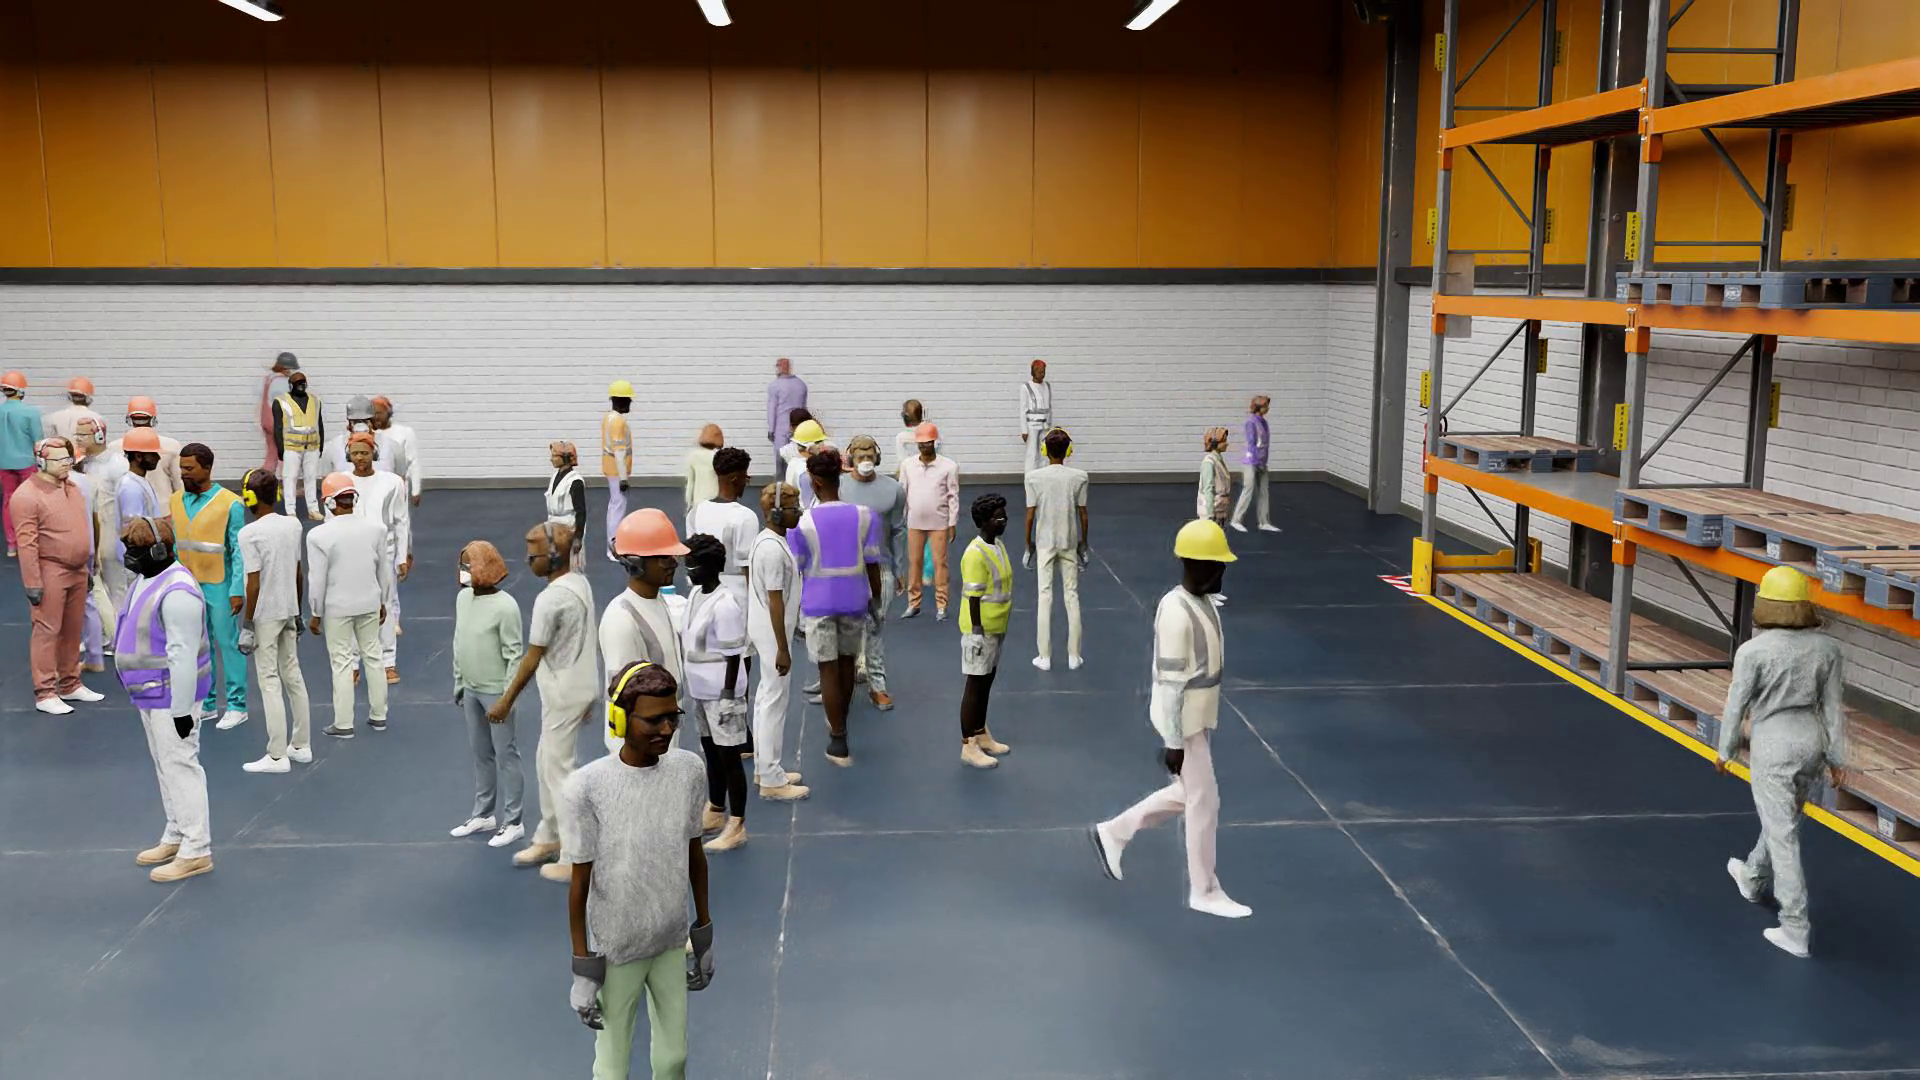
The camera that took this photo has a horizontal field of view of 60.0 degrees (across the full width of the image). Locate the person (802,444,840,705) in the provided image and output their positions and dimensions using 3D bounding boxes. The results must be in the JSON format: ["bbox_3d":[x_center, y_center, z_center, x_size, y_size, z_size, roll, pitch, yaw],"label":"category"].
[{"bbox_3d":[-0.916,0.236,11.783,0.389,1.847,0.566,-2,9,-11],"label":"person"}]

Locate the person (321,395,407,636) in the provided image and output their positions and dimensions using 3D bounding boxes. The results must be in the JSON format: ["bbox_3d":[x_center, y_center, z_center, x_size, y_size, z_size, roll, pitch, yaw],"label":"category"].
[{"bbox_3d":[-4.944,-0.191,13.860,0.681,2.000,0.538,-3,10,-20],"label":"person"}]

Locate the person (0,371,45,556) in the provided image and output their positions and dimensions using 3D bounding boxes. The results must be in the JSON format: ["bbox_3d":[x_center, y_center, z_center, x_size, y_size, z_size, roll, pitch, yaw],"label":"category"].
[{"bbox_3d":[-10.122,-0.814,17.908,0.610,1.996,0.384,0,9,3],"label":"person"}]

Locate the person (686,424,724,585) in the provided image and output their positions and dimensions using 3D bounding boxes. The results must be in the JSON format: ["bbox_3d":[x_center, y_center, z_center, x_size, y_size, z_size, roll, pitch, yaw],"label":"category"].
[{"bbox_3d":[-2.458,-0.343,16.240,0.505,1.585,0.868,5,10,29],"label":"person"}]

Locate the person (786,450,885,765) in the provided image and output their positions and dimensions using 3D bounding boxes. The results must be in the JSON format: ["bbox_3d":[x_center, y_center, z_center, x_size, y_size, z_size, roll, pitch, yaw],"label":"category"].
[{"bbox_3d":[-0.838,0.394,10.527,0.628,1.922,0.935,-4,10,-21],"label":"person"}]

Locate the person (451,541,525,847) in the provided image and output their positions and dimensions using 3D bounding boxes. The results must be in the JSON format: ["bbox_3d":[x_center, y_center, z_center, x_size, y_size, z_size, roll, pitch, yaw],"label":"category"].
[{"bbox_3d":[-2.520,0.809,8.851,0.498,1.634,0.278,7,11,36],"label":"person"}]

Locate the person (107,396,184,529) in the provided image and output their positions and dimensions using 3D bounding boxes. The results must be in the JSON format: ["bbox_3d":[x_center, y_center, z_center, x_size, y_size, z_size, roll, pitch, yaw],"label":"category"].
[{"bbox_3d":[-6.993,-0.245,14.339,0.624,1.992,0.390,-5,10,-27],"label":"person"}]

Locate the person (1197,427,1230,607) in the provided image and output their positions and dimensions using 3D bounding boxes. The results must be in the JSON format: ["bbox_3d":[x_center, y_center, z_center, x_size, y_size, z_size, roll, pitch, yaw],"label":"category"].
[{"bbox_3d":[2.331,-0.222,15.300,0.310,1.642,0.514,3,9,17],"label":"person"}]

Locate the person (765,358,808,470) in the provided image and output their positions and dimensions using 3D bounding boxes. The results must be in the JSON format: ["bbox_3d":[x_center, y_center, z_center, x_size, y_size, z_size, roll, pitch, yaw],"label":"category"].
[{"bbox_3d":[-2.416,-1.553,22.906,0.663,1.893,0.436,-8,12,-41],"label":"person"}]

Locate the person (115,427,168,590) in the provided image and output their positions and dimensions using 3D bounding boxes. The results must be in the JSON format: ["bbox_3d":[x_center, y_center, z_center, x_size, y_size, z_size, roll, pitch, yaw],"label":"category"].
[{"bbox_3d":[-5.947,0.135,12.166,0.381,1.928,0.547,-4,10,-22],"label":"person"}]

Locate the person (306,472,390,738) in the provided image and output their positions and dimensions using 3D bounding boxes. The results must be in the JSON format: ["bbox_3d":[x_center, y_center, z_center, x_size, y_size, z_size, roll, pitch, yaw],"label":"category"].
[{"bbox_3d":[-4.019,0.421,10.929,0.332,1.746,0.559,8,12,40],"label":"person"}]

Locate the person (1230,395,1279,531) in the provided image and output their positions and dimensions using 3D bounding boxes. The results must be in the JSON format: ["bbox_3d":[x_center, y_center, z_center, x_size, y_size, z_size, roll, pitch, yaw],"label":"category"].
[{"bbox_3d":[3.492,-0.895,19.635,0.447,1.649,0.523,6,11,35],"label":"person"}]

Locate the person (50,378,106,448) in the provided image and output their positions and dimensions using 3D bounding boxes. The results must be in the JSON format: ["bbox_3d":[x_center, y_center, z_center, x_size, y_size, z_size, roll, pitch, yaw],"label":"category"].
[{"bbox_3d":[-9.369,-0.748,17.714,0.609,1.941,1.059,-1,9,-6],"label":"person"}]

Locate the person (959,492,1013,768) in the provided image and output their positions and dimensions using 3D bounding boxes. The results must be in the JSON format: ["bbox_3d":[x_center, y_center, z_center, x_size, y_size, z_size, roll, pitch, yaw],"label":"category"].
[{"bbox_3d":[0.164,0.546,10.308,0.317,1.695,0.540,3,9,17],"label":"person"}]

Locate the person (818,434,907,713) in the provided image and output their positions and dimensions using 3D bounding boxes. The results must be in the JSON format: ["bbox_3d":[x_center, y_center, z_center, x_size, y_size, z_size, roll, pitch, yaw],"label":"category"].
[{"bbox_3d":[-0.666,0.230,11.533,0.629,1.939,0.374,-3,10,-19],"label":"person"}]

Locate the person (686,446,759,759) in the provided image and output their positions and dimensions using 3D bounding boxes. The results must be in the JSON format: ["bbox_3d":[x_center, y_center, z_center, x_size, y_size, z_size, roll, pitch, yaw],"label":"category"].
[{"bbox_3d":[-1.449,0.387,10.465,0.613,1.961,0.371,8,12,40],"label":"person"}]

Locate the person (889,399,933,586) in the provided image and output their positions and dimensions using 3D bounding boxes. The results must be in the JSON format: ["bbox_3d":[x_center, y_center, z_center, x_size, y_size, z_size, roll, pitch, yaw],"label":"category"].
[{"bbox_3d":[-0.533,-0.472,16.289,0.556,1.821,0.770,-9,12,-43],"label":"person"}]

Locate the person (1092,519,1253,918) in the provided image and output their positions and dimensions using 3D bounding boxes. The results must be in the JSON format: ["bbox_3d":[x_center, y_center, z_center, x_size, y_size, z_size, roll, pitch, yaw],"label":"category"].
[{"bbox_3d":[1.016,0.829,7.898,0.751,1.903,0.590,3,10,20],"label":"person"}]

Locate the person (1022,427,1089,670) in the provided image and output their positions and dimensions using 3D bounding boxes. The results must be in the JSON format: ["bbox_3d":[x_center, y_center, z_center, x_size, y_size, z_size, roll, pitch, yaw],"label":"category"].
[{"bbox_3d":[0.733,0.067,12.770,0.513,1.872,0.331,0,9,-3],"label":"person"}]

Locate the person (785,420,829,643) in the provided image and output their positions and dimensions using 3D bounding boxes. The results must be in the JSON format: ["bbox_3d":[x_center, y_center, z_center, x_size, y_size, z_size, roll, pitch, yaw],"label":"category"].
[{"bbox_3d":[-1.244,-0.075,13.769,0.403,1.835,0.593,-3,10,-18],"label":"person"}]

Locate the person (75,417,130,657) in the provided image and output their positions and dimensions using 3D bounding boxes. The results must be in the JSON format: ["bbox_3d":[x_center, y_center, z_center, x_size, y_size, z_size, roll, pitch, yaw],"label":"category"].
[{"bbox_3d":[-6.867,-0.028,13.253,0.639,1.910,0.407,4,10,24],"label":"person"}]

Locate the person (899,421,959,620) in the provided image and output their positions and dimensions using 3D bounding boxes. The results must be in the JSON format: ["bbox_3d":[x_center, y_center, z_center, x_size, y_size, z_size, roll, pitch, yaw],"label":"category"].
[{"bbox_3d":[-0.287,-0.168,14.612,0.563,1.751,0.330,2,9,14],"label":"person"}]

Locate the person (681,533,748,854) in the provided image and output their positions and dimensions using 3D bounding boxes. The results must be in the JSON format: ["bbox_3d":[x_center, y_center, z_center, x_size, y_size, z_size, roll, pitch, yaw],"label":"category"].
[{"bbox_3d":[-1.294,0.795,8.758,0.323,1.691,0.536,-5,10,-29],"label":"person"}]

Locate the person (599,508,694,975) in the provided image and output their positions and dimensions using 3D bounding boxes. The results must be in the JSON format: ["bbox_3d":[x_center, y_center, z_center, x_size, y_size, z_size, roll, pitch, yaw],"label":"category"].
[{"bbox_3d":[-1.323,0.877,7.141,0.377,2.045,0.605,0,9,2],"label":"person"}]

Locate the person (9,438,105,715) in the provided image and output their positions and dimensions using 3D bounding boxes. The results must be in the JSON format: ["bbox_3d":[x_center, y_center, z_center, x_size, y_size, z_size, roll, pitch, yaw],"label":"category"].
[{"bbox_3d":[-6.253,0.240,11.571,0.401,1.906,0.649,1,9,6],"label":"person"}]

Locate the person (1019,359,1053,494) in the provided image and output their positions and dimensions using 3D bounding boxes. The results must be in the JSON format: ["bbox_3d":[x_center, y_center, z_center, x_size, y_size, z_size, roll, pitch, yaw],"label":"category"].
[{"bbox_3d":[1.062,-1.538,22.841,0.585,1.879,0.374,-9,12,-43],"label":"person"}]

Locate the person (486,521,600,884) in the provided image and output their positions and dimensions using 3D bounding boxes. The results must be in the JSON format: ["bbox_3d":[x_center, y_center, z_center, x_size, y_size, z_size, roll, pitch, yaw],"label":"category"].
[{"bbox_3d":[-2.038,0.802,8.288,0.479,1.822,0.524,0,9,3],"label":"person"}]

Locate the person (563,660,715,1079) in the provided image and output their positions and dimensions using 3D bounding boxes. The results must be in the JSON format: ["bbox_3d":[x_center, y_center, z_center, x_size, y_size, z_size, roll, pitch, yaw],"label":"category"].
[{"bbox_3d":[-0.981,1.284,5.175,0.510,1.860,0.333,-8,12,-41],"label":"person"}]

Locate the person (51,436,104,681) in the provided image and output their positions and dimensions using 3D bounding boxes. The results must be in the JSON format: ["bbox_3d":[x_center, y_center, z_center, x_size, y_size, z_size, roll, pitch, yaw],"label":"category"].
[{"bbox_3d":[-6.672,0.136,12.471,0.354,1.834,0.519,3,10,20],"label":"person"}]

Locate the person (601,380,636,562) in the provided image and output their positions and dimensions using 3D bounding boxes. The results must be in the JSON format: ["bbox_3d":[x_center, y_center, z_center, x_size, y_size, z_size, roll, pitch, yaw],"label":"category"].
[{"bbox_3d":[-3.593,-0.730,17.603,0.380,1.923,0.593,-3,10,-18],"label":"person"}]

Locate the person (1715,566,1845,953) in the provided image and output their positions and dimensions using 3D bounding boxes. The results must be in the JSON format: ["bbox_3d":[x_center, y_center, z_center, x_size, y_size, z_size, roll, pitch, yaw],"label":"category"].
[{"bbox_3d":[3.751,0.964,7.685,0.495,1.690,0.908,-1,9,-6],"label":"person"}]

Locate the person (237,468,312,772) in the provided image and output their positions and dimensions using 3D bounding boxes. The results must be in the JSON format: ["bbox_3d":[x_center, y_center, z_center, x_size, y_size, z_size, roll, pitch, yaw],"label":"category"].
[{"bbox_3d":[-4.207,0.488,10.149,0.319,1.864,0.532,3,9,16],"label":"person"}]

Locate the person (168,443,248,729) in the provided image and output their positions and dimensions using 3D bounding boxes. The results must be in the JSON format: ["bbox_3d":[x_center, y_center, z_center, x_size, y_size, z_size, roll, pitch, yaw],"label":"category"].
[{"bbox_3d":[-5.031,0.302,11.148,0.592,1.919,0.389,3,9,18],"label":"person"}]

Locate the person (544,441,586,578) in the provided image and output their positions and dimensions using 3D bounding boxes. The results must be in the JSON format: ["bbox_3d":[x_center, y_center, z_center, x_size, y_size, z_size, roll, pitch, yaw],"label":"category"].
[{"bbox_3d":[-3.323,-0.025,14.074,0.306,1.639,0.524,-7,12,-38],"label":"person"}]

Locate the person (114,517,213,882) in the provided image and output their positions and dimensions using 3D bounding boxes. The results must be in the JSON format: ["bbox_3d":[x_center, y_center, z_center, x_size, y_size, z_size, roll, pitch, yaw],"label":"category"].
[{"bbox_3d":[-4.001,0.789,8.376,0.429,1.837,0.627,-7,11,-38],"label":"person"}]

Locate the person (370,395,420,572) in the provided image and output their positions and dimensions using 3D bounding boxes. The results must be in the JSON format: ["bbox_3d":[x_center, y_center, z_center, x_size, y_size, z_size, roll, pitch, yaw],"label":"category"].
[{"bbox_3d":[-5.596,-0.499,16.329,0.594,1.866,0.582,-1,9,-7],"label":"person"}]

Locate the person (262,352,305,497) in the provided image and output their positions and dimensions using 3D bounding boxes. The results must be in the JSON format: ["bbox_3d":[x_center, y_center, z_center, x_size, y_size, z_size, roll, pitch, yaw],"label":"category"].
[{"bbox_3d":[-9.181,-1.592,22.652,0.631,2.000,0.699,-7,12,-38],"label":"person"}]

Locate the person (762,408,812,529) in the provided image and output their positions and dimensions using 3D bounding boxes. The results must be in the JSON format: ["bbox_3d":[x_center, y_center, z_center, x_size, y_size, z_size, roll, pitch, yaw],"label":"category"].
[{"bbox_3d":[-1.424,-0.244,14.789,1.046,1.850,0.594,7,11,37],"label":"person"}]

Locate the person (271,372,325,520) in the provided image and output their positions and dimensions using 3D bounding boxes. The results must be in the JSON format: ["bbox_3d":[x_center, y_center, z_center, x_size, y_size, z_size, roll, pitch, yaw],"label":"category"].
[{"bbox_3d":[-8.096,-1.140,20.440,0.429,1.845,0.621,9,13,44],"label":"person"}]

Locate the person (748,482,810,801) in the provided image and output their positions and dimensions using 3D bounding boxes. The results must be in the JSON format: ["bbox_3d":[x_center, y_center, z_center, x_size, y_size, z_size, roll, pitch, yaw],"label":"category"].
[{"bbox_3d":[-1.061,0.579,9.636,0.327,1.844,0.514,-2,9,-12],"label":"person"}]

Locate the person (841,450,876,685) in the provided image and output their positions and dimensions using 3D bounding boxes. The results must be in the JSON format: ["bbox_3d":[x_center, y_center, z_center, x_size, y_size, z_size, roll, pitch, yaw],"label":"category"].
[{"bbox_3d":[-0.756,0.193,12.340,0.334,1.753,0.562,0,9,-2],"label":"person"}]

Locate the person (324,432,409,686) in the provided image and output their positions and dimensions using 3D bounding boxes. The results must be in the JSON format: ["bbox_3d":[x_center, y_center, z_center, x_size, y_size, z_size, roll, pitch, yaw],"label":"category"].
[{"bbox_3d":[-4.368,0.141,12.269,0.575,1.882,0.361,-3,9,-17],"label":"person"}]
